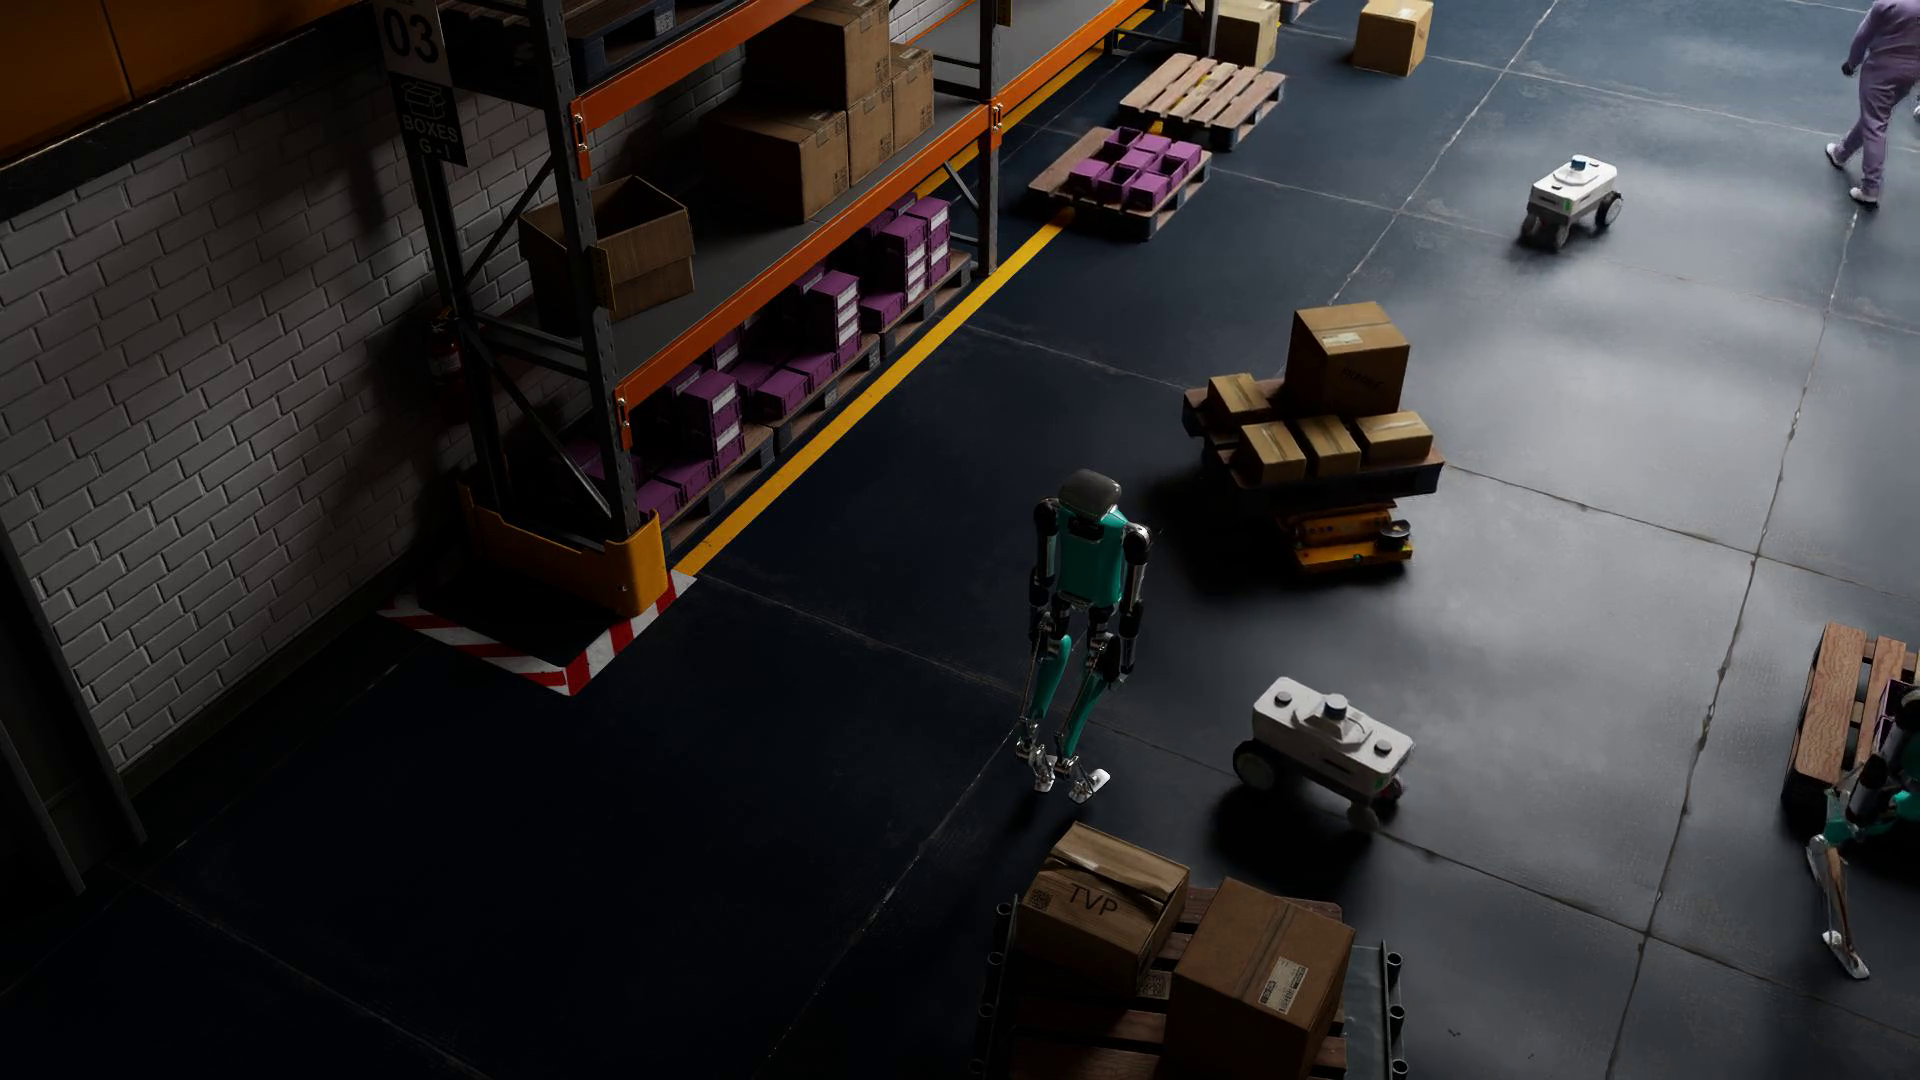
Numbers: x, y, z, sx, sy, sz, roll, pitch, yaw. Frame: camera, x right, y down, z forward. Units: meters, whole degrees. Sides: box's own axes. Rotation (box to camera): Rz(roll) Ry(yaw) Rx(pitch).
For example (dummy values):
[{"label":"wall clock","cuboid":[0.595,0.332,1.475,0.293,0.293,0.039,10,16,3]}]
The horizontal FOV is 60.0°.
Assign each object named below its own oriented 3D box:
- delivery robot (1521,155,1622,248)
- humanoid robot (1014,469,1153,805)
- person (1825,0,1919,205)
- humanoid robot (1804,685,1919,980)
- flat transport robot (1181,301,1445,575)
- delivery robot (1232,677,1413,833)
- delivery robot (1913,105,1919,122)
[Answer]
[{"label":"delivery robot","cuboid":[4.473,-2.518,12.144,0.783,0.601,0.499,-31,48,-33]},{"label":"humanoid robot","cuboid":[0.449,0.538,7.266,0.533,1.676,0.735,19,42,22]},{"label":"person","cuboid":[6.900,-3.473,12.302,0.626,1.841,1.022,0,39,-1]},{"label":"humanoid robot","cuboid":[3.812,0.946,6.883,0.558,1.779,0.893,-3,39,-3]},{"label":"flat transport robot","cuboid":[2.032,-0.344,9.649,0.659,0.231,1.431,-8,39,-10]},{"label":"delivery robot","cuboid":[1.715,0.958,7.779,0.769,0.577,0.499,26,46,29]},{"label":"delivery robot","cuboid":[8.218,-3.571,13.458,0.802,0.598,0.499,0,39,1]}]
